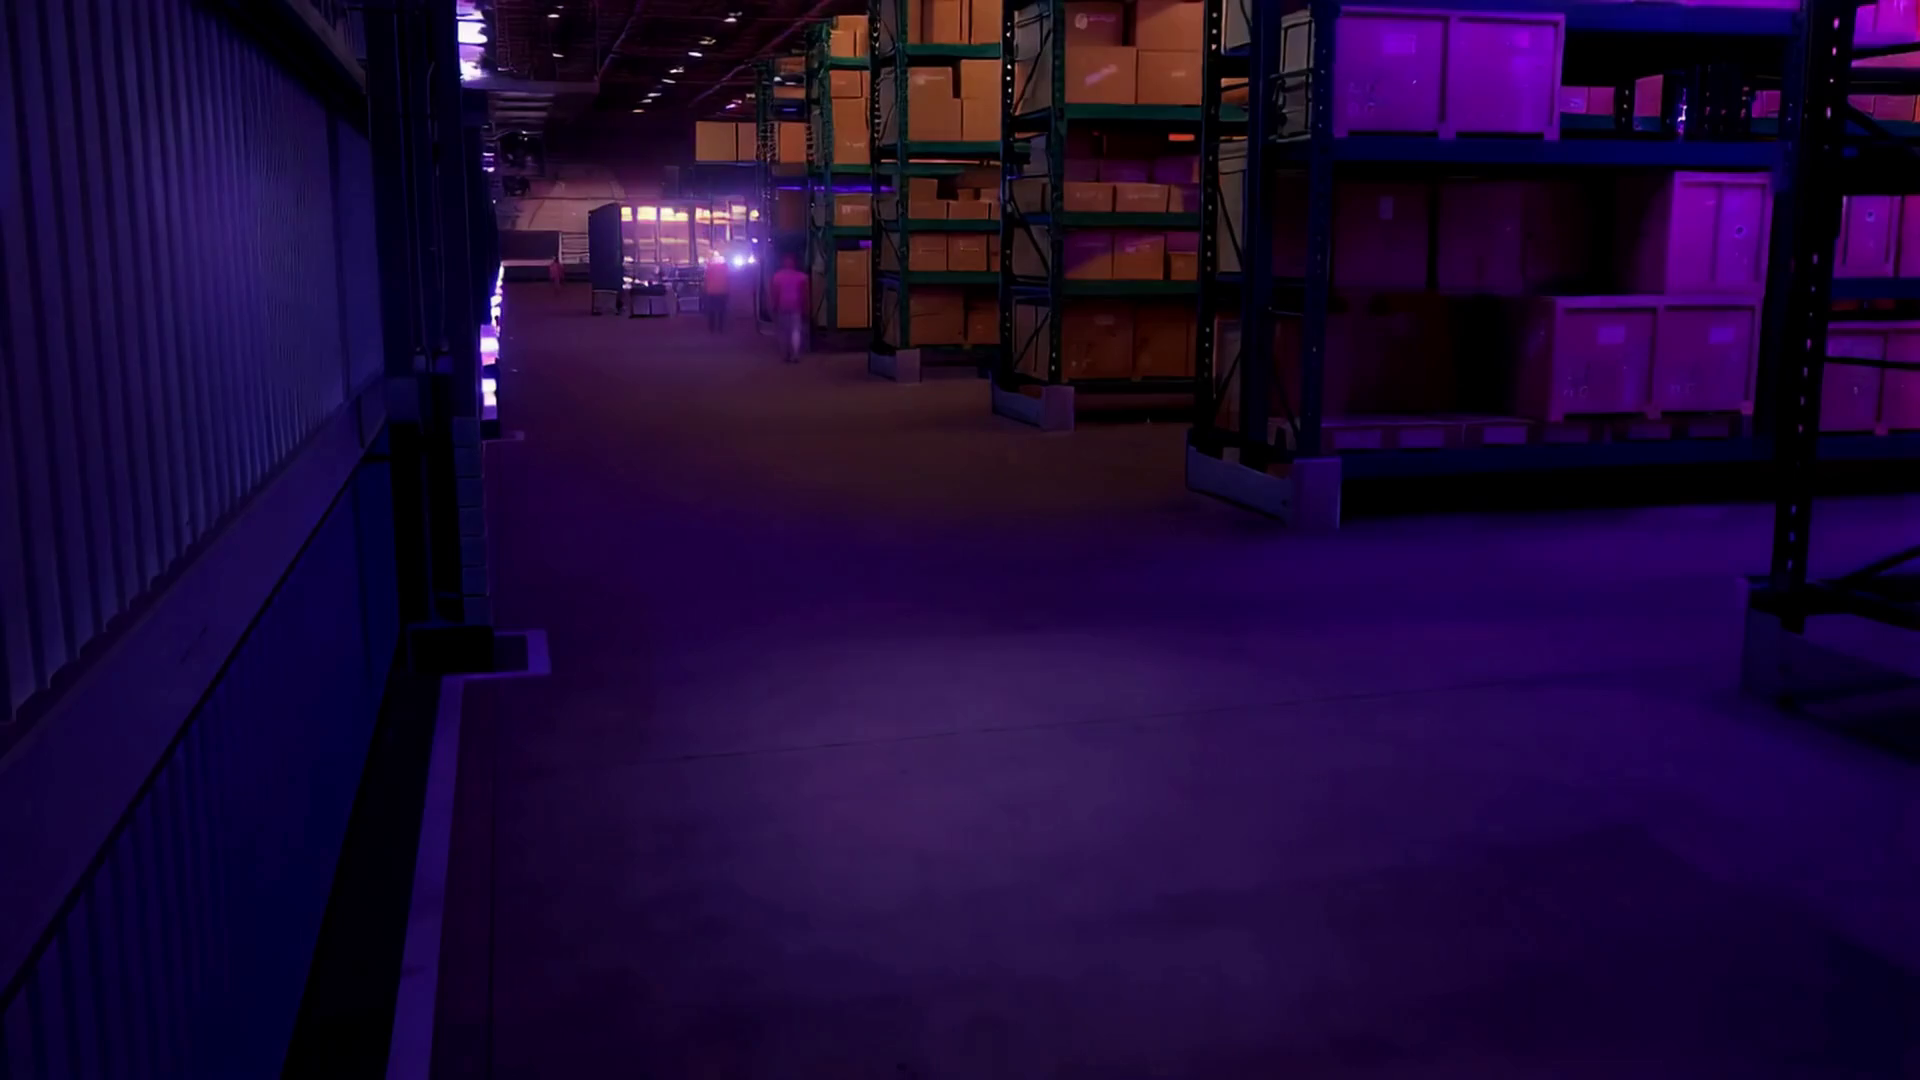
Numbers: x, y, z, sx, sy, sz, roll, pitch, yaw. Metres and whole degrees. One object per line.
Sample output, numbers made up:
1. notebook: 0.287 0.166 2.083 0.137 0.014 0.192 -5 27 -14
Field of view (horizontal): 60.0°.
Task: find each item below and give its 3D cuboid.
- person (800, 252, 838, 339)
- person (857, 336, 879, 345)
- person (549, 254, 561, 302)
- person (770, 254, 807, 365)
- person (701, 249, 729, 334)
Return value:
1. person: -3.039 -5.369 36.542 0.960 1.913 0.628 -1 10 -8
2. person: -1.800 -4.934 34.426 0.943 1.774 0.613 -7 12 -36
3. person: -14.814 -9.566 60.729 0.342 1.750 0.568 5 11 27
4. person: -2.924 -3.939 28.475 0.631 1.908 0.933 -2 10 -10
5. person: -5.696 -5.769 38.606 0.652 1.964 0.506 -1 10 -4
